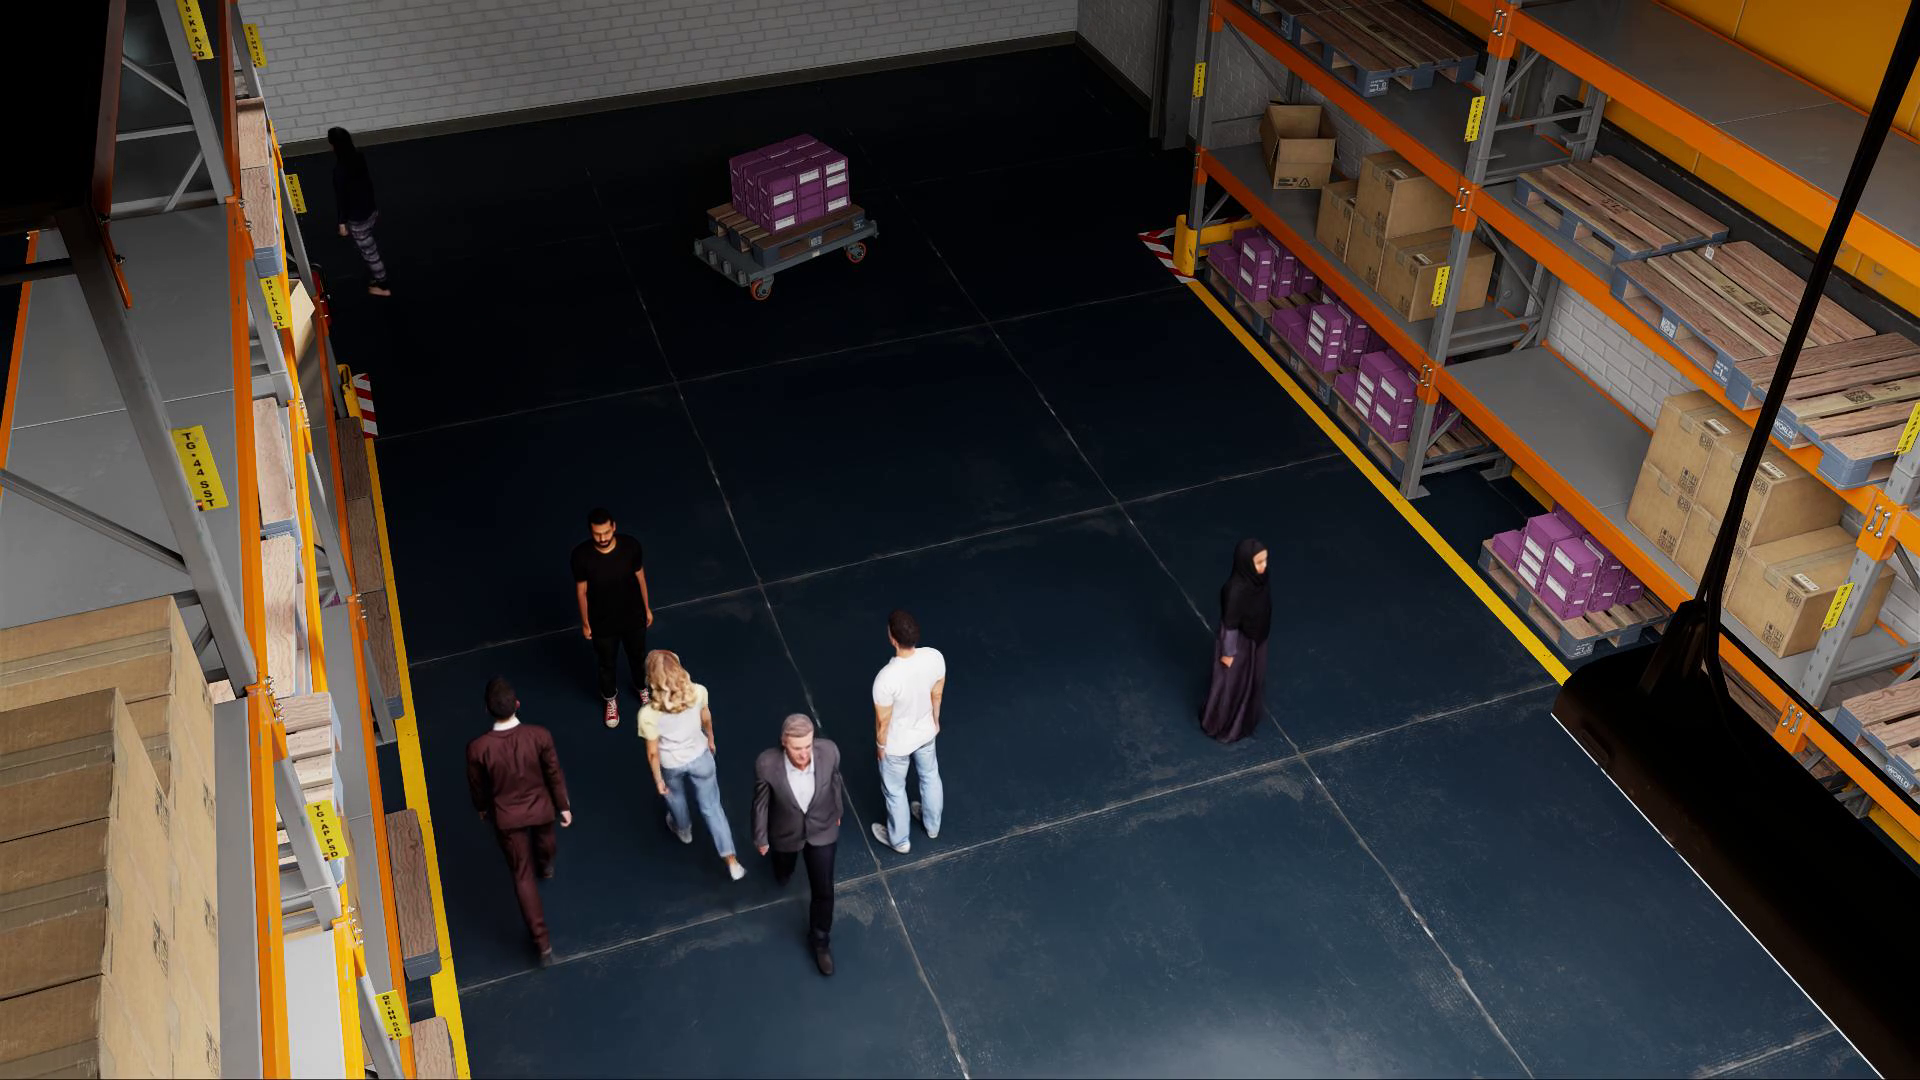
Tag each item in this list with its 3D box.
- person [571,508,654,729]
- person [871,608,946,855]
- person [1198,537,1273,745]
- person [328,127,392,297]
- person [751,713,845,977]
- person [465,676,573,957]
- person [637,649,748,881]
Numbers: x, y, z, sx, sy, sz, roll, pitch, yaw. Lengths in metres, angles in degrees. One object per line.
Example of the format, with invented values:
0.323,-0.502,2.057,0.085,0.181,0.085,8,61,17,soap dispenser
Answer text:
-2.302,0.490,11.138,0.631,1.757,0.537,-15,41,-17,person
-0.318,1.177,10.195,0.737,1.861,0.679,-26,46,-29,person
1.862,0.633,11.077,0.747,1.611,0.719,30,47,32,person
-5.561,-3.057,15.604,0.804,1.727,0.720,9,39,11,person
-0.942,1.630,9.677,0.755,1.799,1.171,-10,40,-12,person
-2.535,1.620,9.666,0.678,1.830,1.188,-13,40,-15,person
-1.621,1.380,10.072,0.770,1.697,1.136,-17,42,-20,person
